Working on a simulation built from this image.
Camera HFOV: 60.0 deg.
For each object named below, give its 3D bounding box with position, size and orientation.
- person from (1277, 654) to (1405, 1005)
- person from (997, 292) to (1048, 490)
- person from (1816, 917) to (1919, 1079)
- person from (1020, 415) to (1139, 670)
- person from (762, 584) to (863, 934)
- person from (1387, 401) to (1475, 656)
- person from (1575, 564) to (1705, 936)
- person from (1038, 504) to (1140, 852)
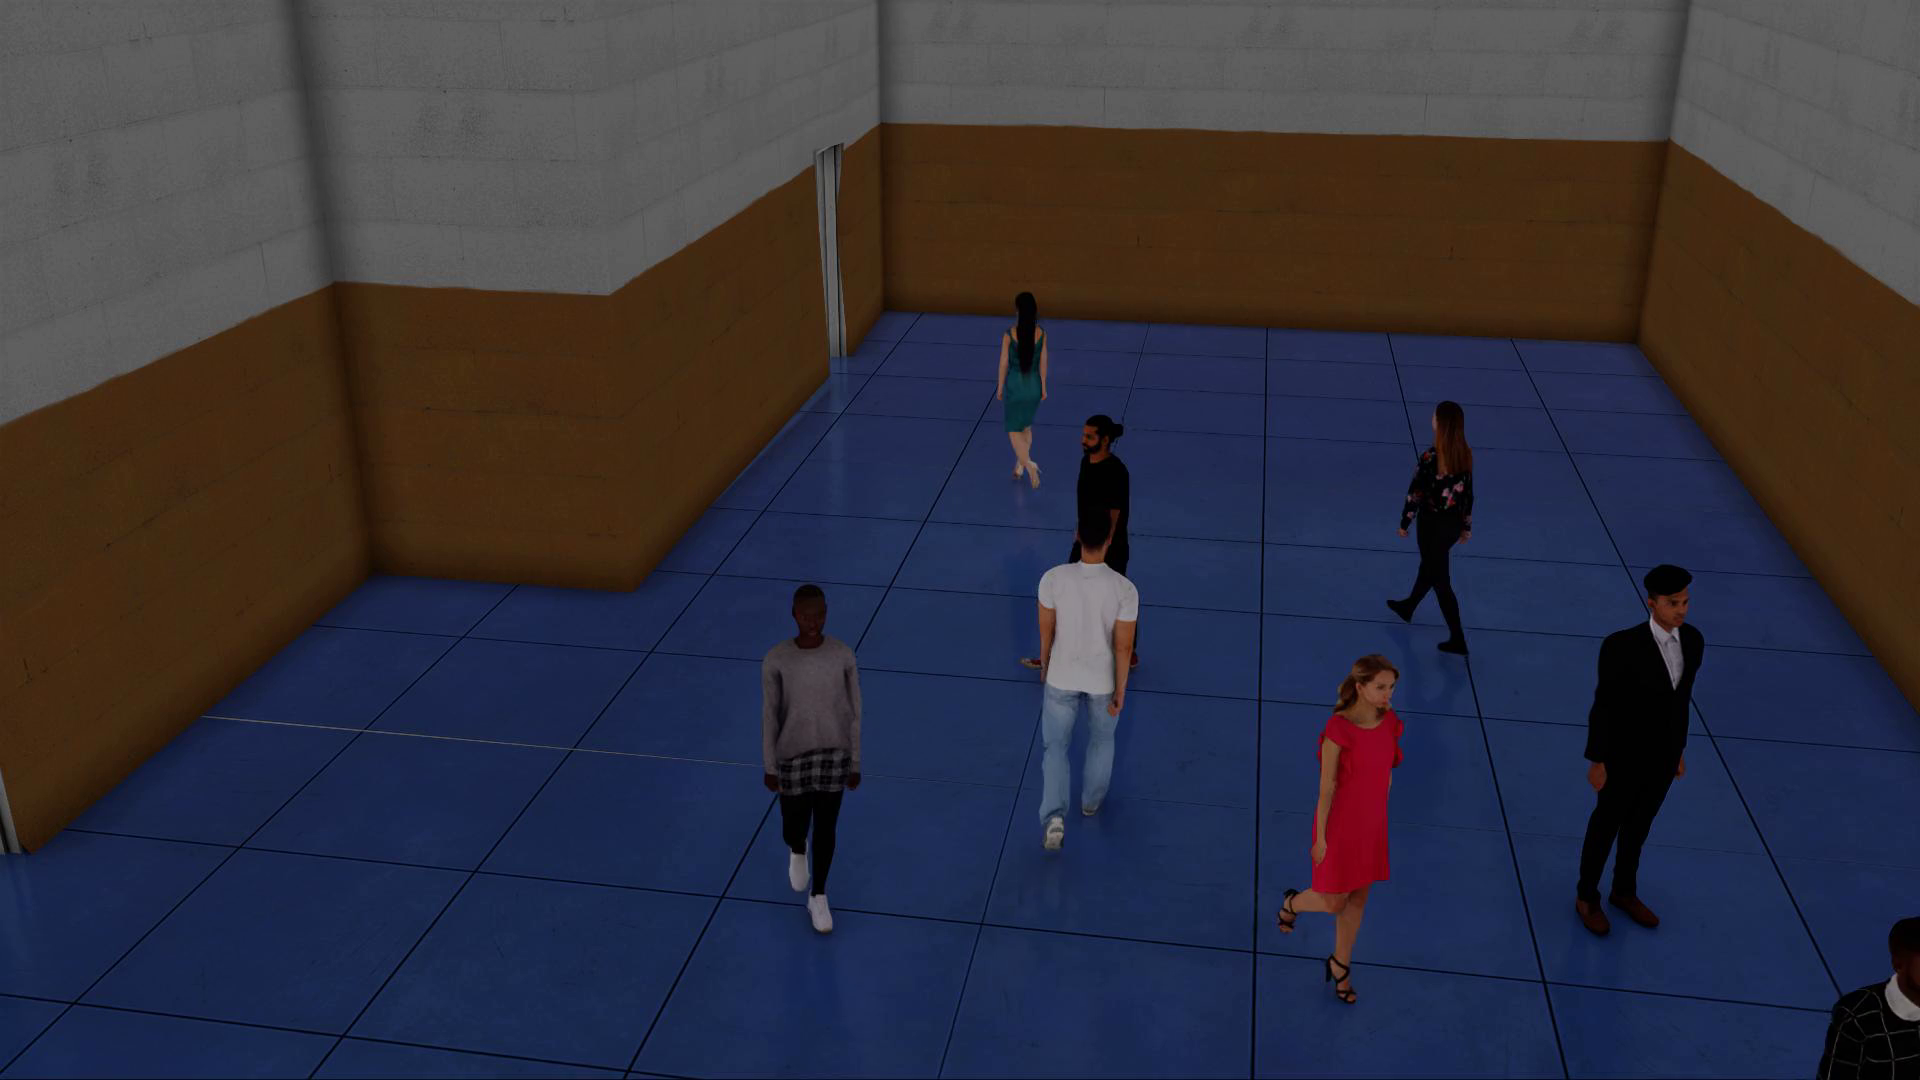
[{"bbox_3d":[1.696,1.255,7.485,0.861,1.713,0.876,-10,24,-23],"label":"person"},{"bbox_3d":[0.541,-1.169,13.584,0.985,1.662,0.897,-6,23,-16],"label":"person"},{"bbox_3d":[2.939,1.986,5.569,1.250,1.785,1.061,-5,22,-11],"label":"person"},{"bbox_3d":[0.968,0.055,10.453,1.110,1.725,0.990,-11,24,-26],"label":"person"},{"bbox_3d":[-0.730,1.008,8.027,0.835,1.766,0.868,-6,23,-15],"label":"person"},{"bbox_3d":[3.173,-0.040,10.809,1.100,1.636,1.075,-11,24,-25],"label":"person"},{"bbox_3d":[3.240,0.981,7.937,0.670,1.884,0.830,-6,23,-15],"label":"person"},{"bbox_3d":[0.619,0.734,8.607,1.001,1.842,0.750,3,22,7],"label":"person"}]
